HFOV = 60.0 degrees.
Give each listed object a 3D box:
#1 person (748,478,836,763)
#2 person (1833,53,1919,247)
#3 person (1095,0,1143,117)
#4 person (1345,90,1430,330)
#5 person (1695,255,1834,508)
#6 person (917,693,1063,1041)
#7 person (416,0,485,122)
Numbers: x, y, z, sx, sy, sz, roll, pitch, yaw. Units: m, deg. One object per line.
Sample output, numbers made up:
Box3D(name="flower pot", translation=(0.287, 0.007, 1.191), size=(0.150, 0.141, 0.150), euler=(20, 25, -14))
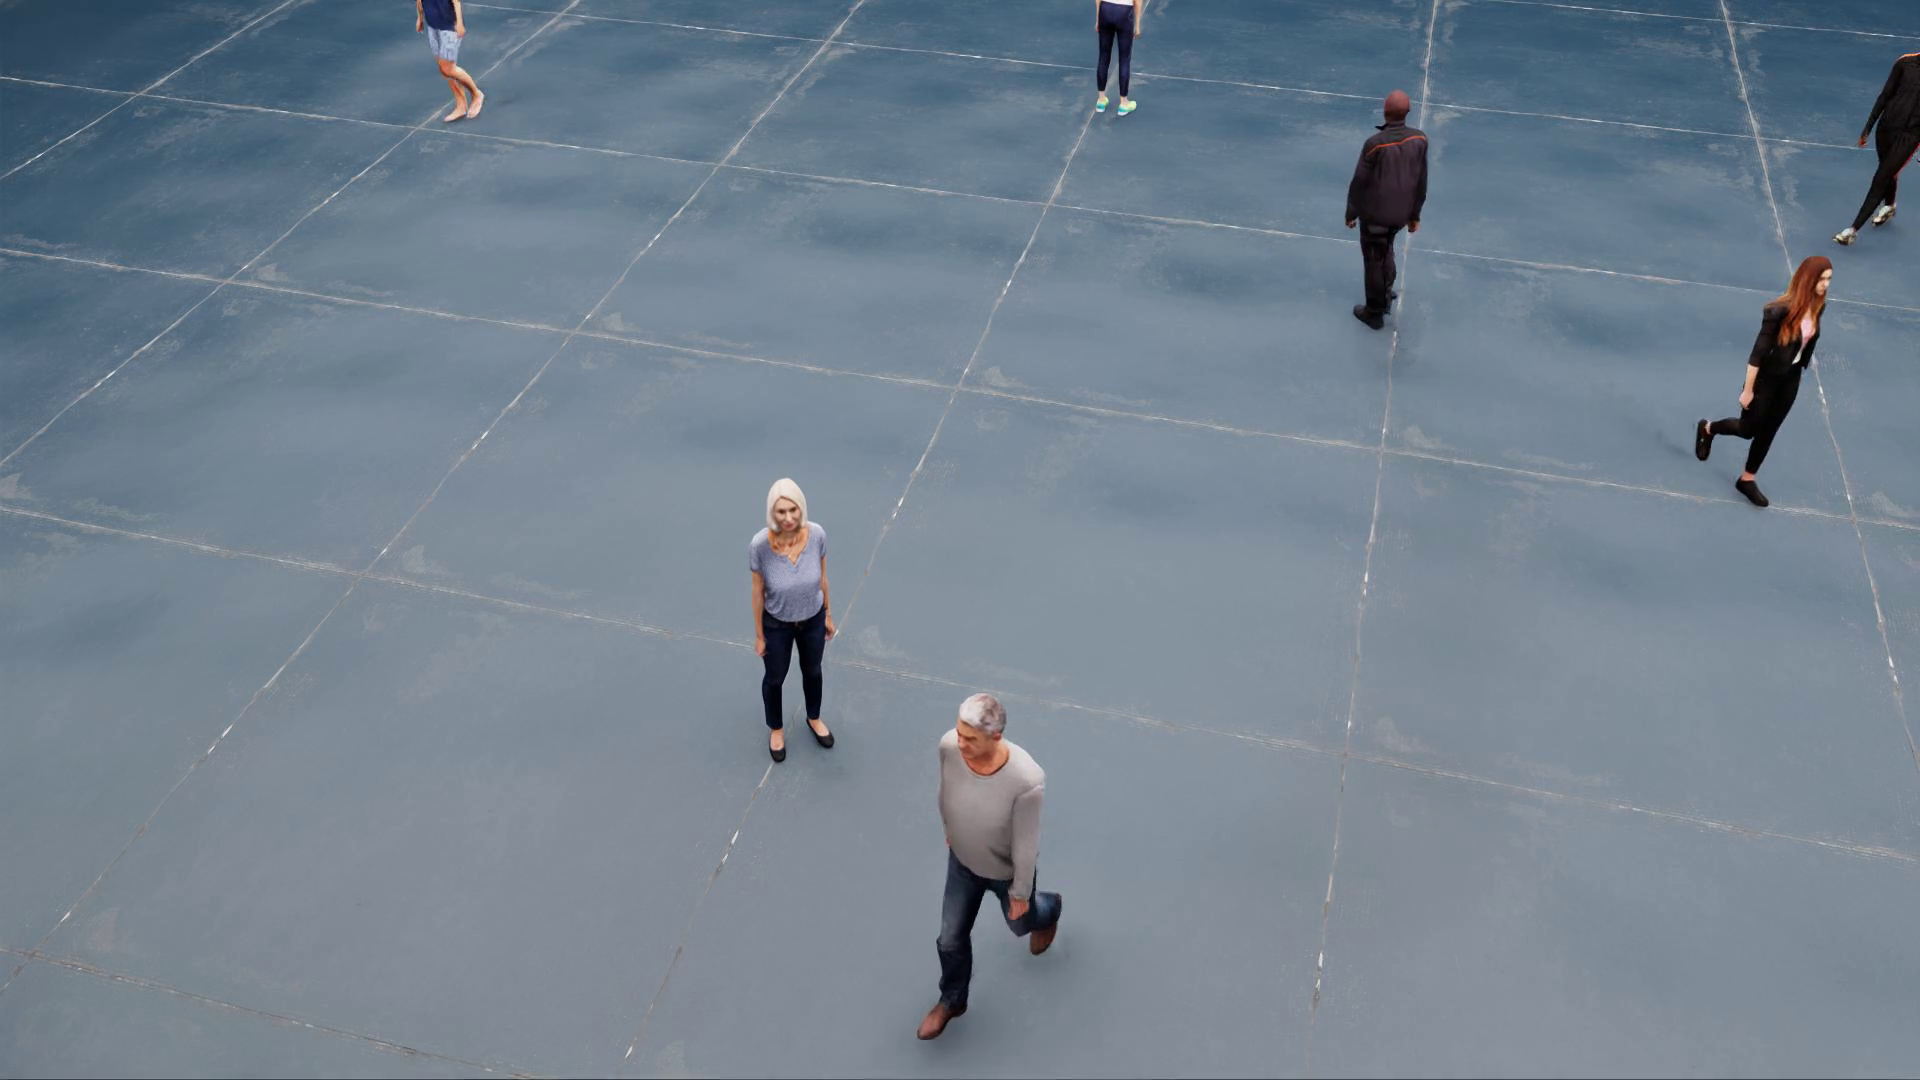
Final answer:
Box3D(name="person", translation=(-0.874, 0.403, 8.644), size=(0.663, 1.722, 0.693), euler=(-13, 40, -16))
Box3D(name="person", translation=(7.544, -3.245, 13.276), size=(1.269, 1.760, 1.140), euler=(-24, 44, -27))
Box3D(name="person", translation=(1.438, -4.764, 15.265), size=(0.630, 1.702, 0.589), euler=(16, 41, 20))
Box3D(name="person", translation=(3.126, -2.335, 12.072), size=(0.810, 1.810, 0.833), euler=(-11, 39, -13))
Box3D(name="person", translation=(5.085, -1.060, 10.531), size=(0.888, 1.702, 1.006), euler=(-12, 40, -15))
Box3D(name="person", translation=(0.198, 1.355, 7.300), size=(0.989, 1.879, 1.284), euler=(22, 43, 26))
Box3D(name="person", translation=(-4.636, -4.731, 15.114), size=(0.735, 1.836, 0.775), euler=(25, 44, 28))
